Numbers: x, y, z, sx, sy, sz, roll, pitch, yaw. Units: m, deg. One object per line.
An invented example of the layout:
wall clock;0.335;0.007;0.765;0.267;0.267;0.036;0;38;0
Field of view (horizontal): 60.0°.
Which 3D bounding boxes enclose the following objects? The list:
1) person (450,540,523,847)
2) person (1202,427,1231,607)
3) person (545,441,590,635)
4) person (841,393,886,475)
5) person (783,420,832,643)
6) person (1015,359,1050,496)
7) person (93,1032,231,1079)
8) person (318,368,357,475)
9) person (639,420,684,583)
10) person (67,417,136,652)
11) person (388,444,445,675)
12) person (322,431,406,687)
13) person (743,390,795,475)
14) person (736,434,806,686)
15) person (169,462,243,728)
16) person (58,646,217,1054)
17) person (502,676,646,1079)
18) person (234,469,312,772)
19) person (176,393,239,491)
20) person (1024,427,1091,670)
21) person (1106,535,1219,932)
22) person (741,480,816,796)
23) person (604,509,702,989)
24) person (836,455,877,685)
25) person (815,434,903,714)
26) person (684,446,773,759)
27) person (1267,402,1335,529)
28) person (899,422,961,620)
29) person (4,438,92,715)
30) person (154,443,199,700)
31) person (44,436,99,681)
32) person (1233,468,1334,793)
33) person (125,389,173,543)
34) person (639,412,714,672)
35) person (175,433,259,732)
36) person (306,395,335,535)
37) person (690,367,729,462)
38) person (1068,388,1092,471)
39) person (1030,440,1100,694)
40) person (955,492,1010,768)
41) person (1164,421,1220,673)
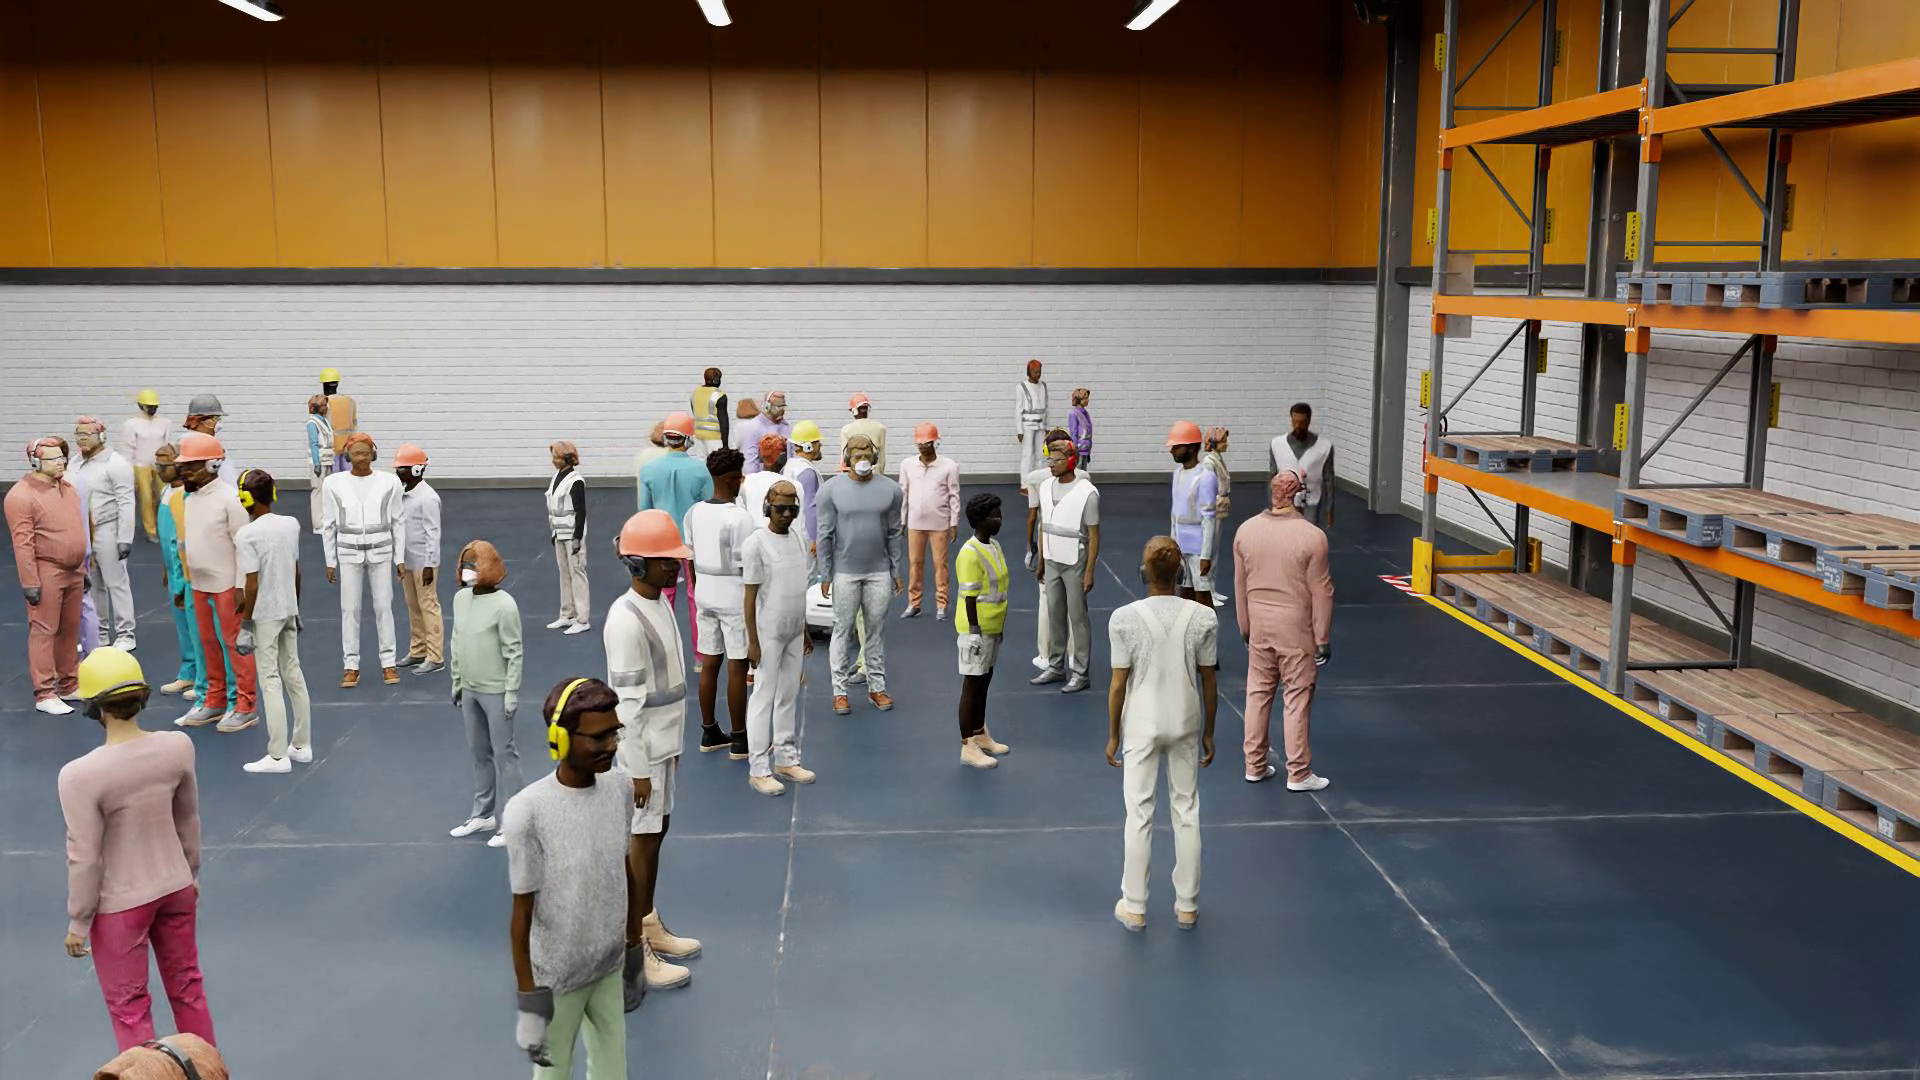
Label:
person;-2.528;0.807;8.855;0.507;1.636;0.273;6;11;35
person;2.333;-0.220;15.293;0.306;1.639;0.523;3;9;16
person;-3.314;-0.024;14.073;0.310;1.638;0.514;-7;11;-37
person;-1.069;-0.725;18.134;0.559;1.744;0.333;-6;11;-35
person;-1.253;-0.073;13.754;0.403;1.837;0.590;-3;10;-20
person;1.005;-1.536;22.828;0.589;1.878;0.372;-8;12;-41
person;-1.449;1.713;3.149;0.514;1.642;0.310;3;10;19
person;-7.444;-1.080;19.798;0.382;1.924;0.594;5;11;31
person;-2.912;-0.352;16.210;0.505;1.622;0.429;4;10;25
person;-6.876;-0.030;13.248;0.654;1.911;0.408;4;10;23
person;-4.151;0.140;12.674;0.328;1.752;0.563;-8;12;-43
person;-4.386;0.141;12.264;0.578;1.884;0.353;-3;10;-19
person;-1.871;-0.551;16.614;0.395;1.892;0.632;8;12;40
person;-1.378;0.157;12.196;0.568;1.880;0.357;4;10;22
person;-5.013;0.303;11.140;0.590;1.920;0.399;3;10;20
person;-2.861;1.237;5.757;0.327;1.765;0.531;4;10;24
person;-1.134;1.315;4.984;0.319;1.860;0.521;6;11;35
person;-4.209;0.490;10.137;0.329;1.865;0.518;3;10;18
person;-6.392;-0.246;14.205;0.535;2.000;0.681;-1;9;-9
person;0.752;0.070;12.770;0.515;1.868;0.328;-1;9;-4
person;0.929;0.892;7.673;0.514;1.843;0.339;-1;9;-5
person;-1.061;0.559;9.765;0.325;1.841;0.517;6;11;35
person;-1.303;0.878;7.136;0.380;2.041;0.616;0;9;2
person;-0.753;0.191;12.355;0.329;1.751;0.572;-1;9;-4
person;-0.684;0.231;11.529;0.629;1.940;0.372;-3;10;-20
person;-1.459;0.391;10.439;0.606;1.965;0.367;8;12;40
person;3.138;-0.338;15.254;0.615;1.895;0.690;4;10;23
person;-0.281;-0.165;14.590;0.565;1.750;0.341;3;9;16
person;-6.280;0.241;11.566;0.409;1.909;0.642;1;9;5
person;-5.534;0.221;11.885;0.516;1.842;0.327;7;11;35
person;-6.695;0.137;12.457;0.357;1.836;0.511;2;9;14
person;1.920;0.525;9.782;0.641;1.908;0.407;9;12;43
person;-9.182;-0.840;18.850;0.476;1.757;0.537;8;12;42
person;-2.123;0.022;12.663;0.619;1.994;0.381;1;9;4
person;-4.953;0.279;11.049;0.614;1.993;0.395;5;11;31
person;-7.459;-0.878;19.424;0.306;1.639;0.523;-1;9;-6
person;-3.237;-1.338;21.732;0.619;1.836;0.431;7;11;37
person;1.478;-1.057;20.552;0.308;1.641;0.514;4;10;21
person;0.788;0.184;12.114;0.373;1.843;0.572;-7;12;-39
person;0.141;0.546;10.306;0.318;1.698;0.535;3;9;17
person;1.752;0.053;12.706;0.414;1.929;0.548;-3;10;-21
